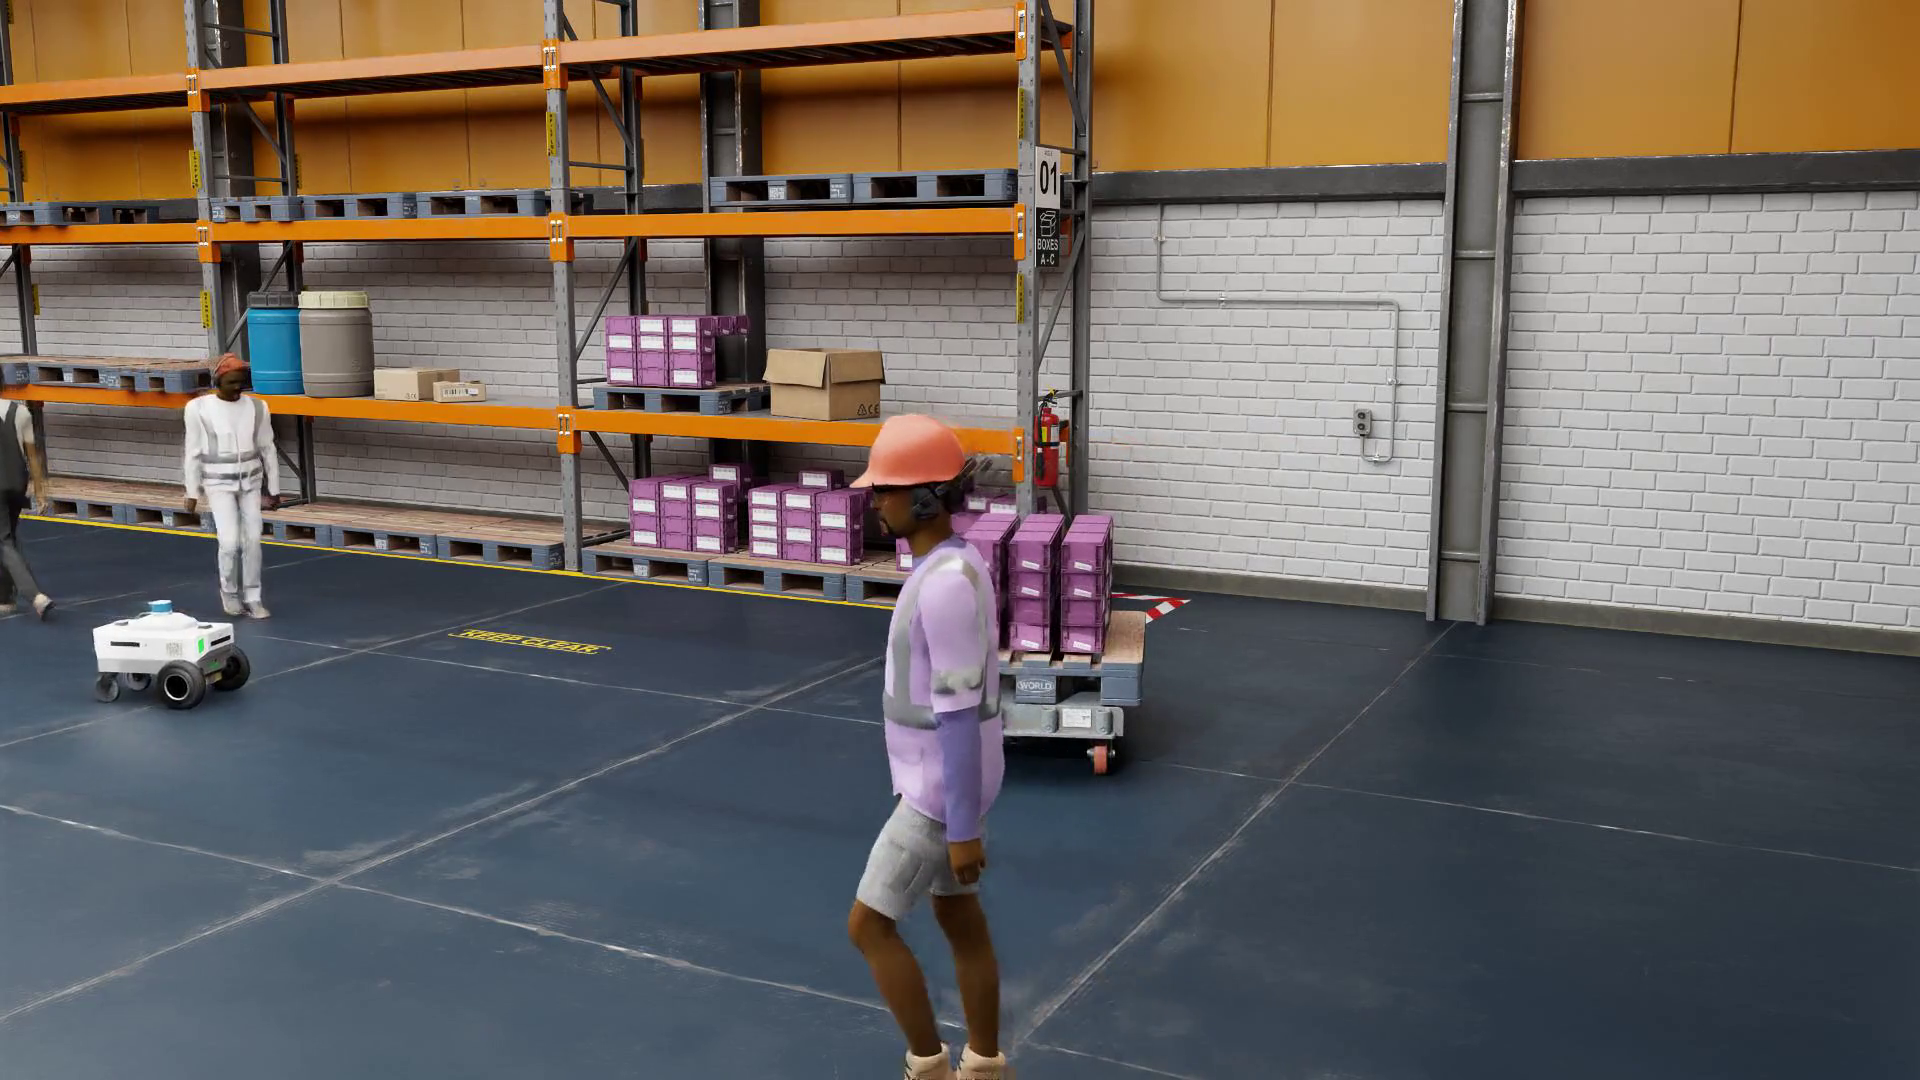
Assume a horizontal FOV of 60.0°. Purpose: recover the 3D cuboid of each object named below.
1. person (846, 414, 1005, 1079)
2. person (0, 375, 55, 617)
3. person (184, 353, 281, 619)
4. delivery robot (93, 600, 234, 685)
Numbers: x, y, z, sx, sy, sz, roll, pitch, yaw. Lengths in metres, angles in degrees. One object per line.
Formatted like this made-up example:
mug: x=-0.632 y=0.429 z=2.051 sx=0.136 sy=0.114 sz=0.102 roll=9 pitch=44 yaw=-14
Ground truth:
person: x=-0.115 y=0.664 z=4.586 sx=0.583 sy=2.023 sz=0.628 roll=1 pitch=9 yaw=4
person: x=-6.569 y=-0.332 z=11.454 sx=0.819 sy=1.813 sz=0.520 roll=5 pitch=10 yaw=27
person: x=-4.967 y=-0.351 z=11.385 sx=0.457 sy=1.854 sz=0.630 roll=9 pitch=13 yaw=44
delivery robot: x=-4.470 y=0.582 z=9.339 sx=0.707 sy=0.478 sz=0.477 roll=2 pitch=9 yaw=10
